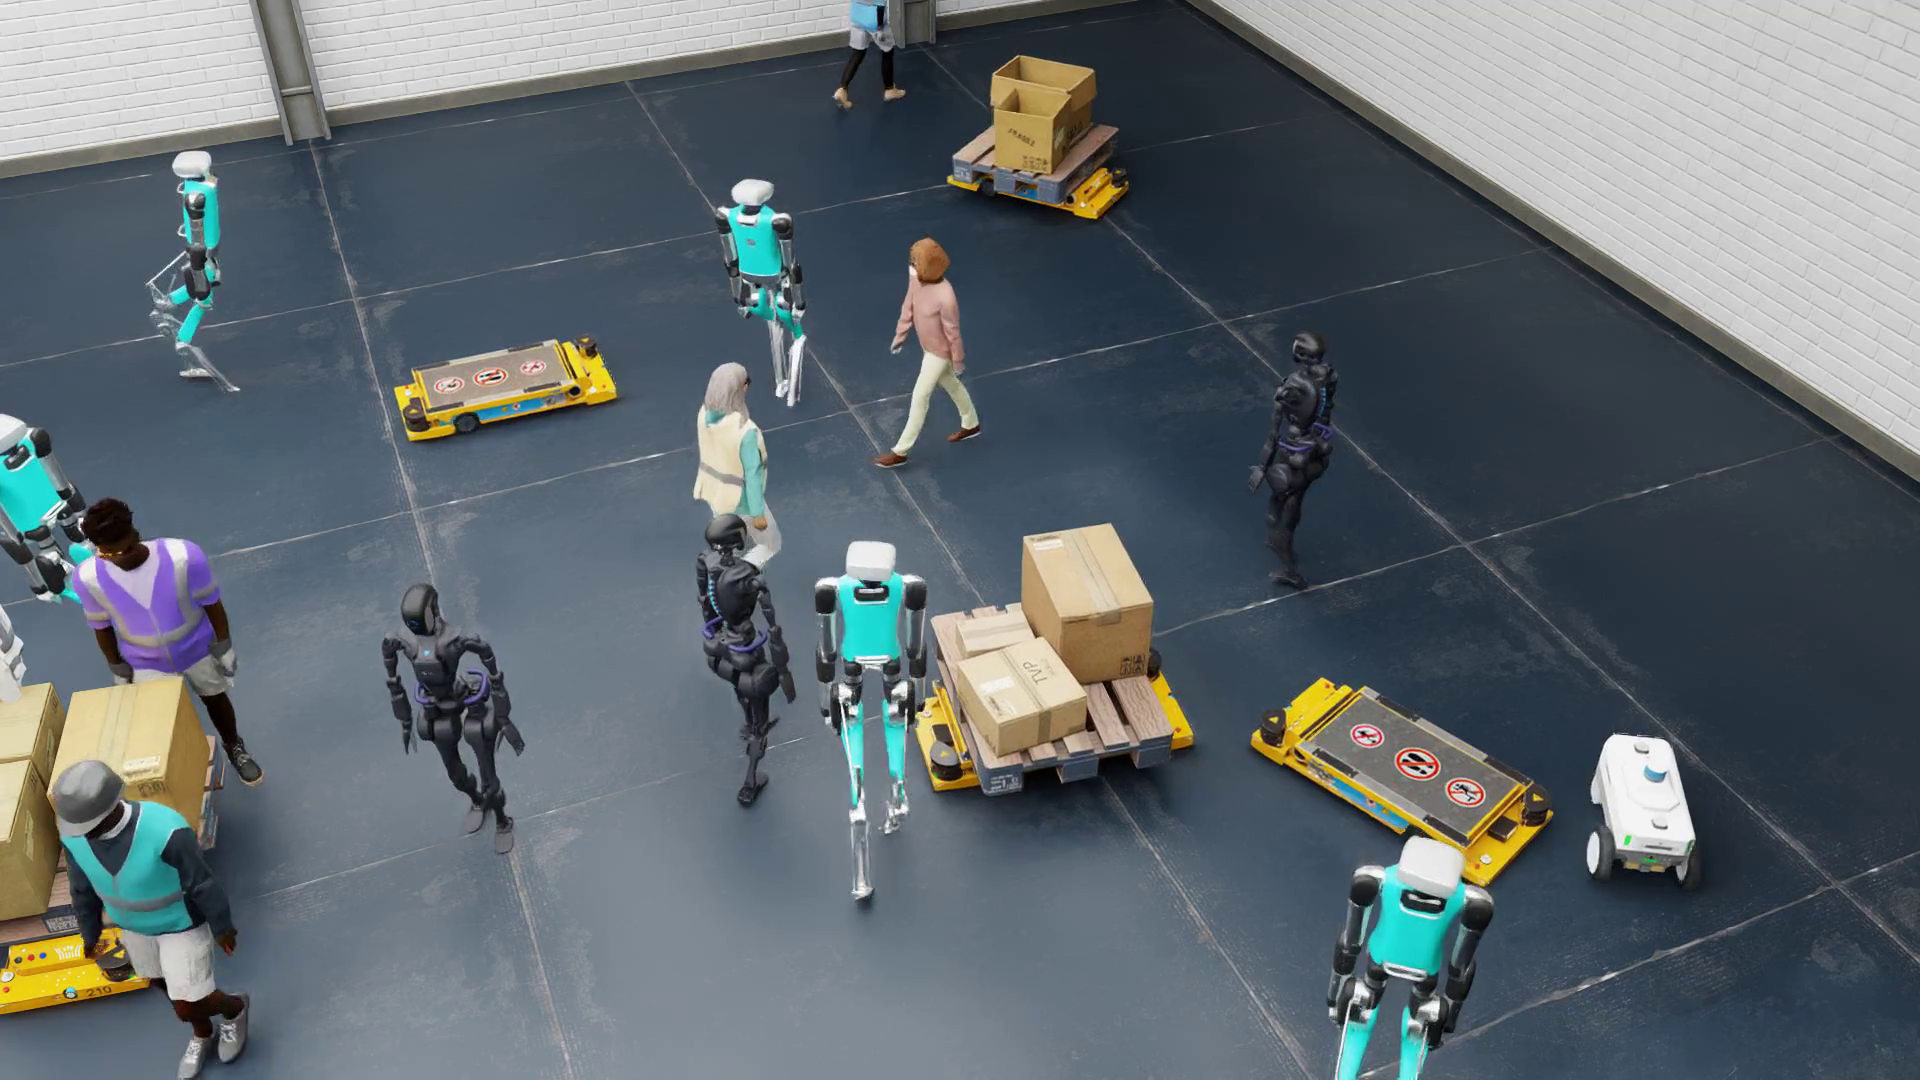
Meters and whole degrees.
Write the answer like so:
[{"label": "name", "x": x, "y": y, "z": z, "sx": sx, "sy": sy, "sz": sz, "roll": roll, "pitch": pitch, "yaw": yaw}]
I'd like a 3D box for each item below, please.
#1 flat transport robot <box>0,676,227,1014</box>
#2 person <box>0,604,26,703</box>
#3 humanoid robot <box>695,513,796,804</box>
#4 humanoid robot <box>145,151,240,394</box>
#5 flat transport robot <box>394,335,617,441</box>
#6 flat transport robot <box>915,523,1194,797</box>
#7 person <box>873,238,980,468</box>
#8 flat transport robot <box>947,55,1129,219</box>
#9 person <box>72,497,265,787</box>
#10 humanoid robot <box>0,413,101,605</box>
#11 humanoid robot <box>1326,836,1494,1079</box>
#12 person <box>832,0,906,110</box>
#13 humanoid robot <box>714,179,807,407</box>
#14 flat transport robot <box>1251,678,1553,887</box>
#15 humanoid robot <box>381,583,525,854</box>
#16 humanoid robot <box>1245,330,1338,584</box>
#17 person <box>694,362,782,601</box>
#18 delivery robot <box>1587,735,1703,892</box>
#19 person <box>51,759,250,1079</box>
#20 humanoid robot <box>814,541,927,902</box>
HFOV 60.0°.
[{"label": "flat transport robot", "x": -4.243, "y": 1.638, "z": 8.141, "sx": 0.659, "sy": 0.231, "sz": 1.431, "roll": -9, "pitch": 38, "yaw": -11}, {"label": "person", "x": -4.696, "y": 0.664, "z": 8.085, "sx": 0.337, "sy": 1.881, "sz": 0.583, "roll": -31, "pitch": 47, "yaw": -34}, {"label": "humanoid robot", "x": -1.067, "y": 0.551, "z": 8.424, "sx": 0.592, "sy": 1.629, "sz": 0.605, "roll": 27, "pitch": 45, "yaw": 30}, {"label": "humanoid robot", "x": -5.361, "y": -1.773, "z": 11.427, "sx": 0.863, "sy": 1.797, "sz": 0.536, "roll": -7, "pitch": 38, "yaw": -9}, {"label": "flat transport robot", "x": -3.196, "y": -1.073, "z": 11.671, "sx": 1.431, "sy": 0.231, "sz": 0.659, "roll": -14, "pitch": 40, "yaw": -18}, {"label": "flat transport robot", "x": 0.483, "y": 0.960, "z": 9.024, "sx": 1.431, "sy": 0.231, "sz": 0.659, "roll": -9, "pitch": 38, "yaw": -11}, {"label": "person", "x": -0.200, "y": -1.232, "z": 10.793, "sx": 0.841, "sy": 1.582, "sz": 0.488, "roll": -15, "pitch": 40, "yaw": -19}, {"label": "flat transport robot", "x": 0.674, "y": -3.121, "z": 14.335, "sx": 1.431, "sy": 0.231, "sz": 0.659, "roll": 18, "pitch": 41, "yaw": 22}, {"label": "person", "x": -3.866, "y": 0.574, "z": 8.169, "sx": 0.614, "sy": 1.937, "sz": 0.586, "roll": -15, "pitch": 40, "yaw": -19}, {"label": "humanoid robot", "x": -4.609, "y": 0.150, "z": 8.899, "sx": 0.817, "sy": 1.800, "sz": 0.551, "roll": 8, "pitch": 38, "yaw": 11}, {"label": "humanoid robot", "x": 1.674, "y": 1.974, "z": 6.473, "sx": 0.541, "sy": 1.746, "sz": 0.741, "roll": 9, "pitch": 38, "yaw": 12}, {"label": "person", "x": -0.871, "y": -4.803, "z": 15.387, "sx": 0.528, "sy": 1.669, "sz": 0.763, "roll": 31, "pitch": 47, "yaw": 34}, {"label": "humanoid robot", "x": -1.232, "y": -1.705, "z": 11.302, "sx": 0.531, "sy": 1.785, "sz": 0.795, "roll": 12, "pitch": 39, "yaw": 15}, {"label": "flat transport robot", "x": 2.298, "y": 1.210, "z": 8.698, "sx": 1.431, "sy": 0.231, "sz": 0.659, "roll": 31, "pitch": 47, "yaw": 34}, {"label": "humanoid robot", "x": -2.415, "y": 0.825, "z": 8.053, "sx": 0.600, "sy": 1.644, "sz": 0.410, "roll": 0, "pitch": 38, "yaw": 1}, {"label": "humanoid robot", "x": 1.981, "y": -0.485, "z": 9.754, "sx": 0.600, "sy": 1.656, "sz": 0.375, "roll": -27, "pitch": 45, "yaw": -31}, {"label": "person", "x": -1.262, "y": -0.226, "z": 9.386, "sx": 0.516, "sy": 1.696, "sz": 0.417, "roll": 30, "pitch": 47, "yaw": 33}, {"label": "delivery robot", "x": 3.403, "y": 1.355, "z": 8.286, "sx": 0.499, "sy": 0.608, "sz": 0.797, "roll": 5, "pitch": 38, "yaw": 7}, {"label": "person", "x": -3.319, "y": 1.563, "z": 6.887, "sx": 0.611, "sy": 1.918, "sz": 0.490, "roll": 4, "pitch": 38, "yaw": 5}, {"label": "humanoid robot", "x": -0.444, "y": 0.955, "z": 7.841, "sx": 0.540, "sy": 1.760, "sz": 0.980, "roll": 3, "pitch": 38, "yaw": 4}]
